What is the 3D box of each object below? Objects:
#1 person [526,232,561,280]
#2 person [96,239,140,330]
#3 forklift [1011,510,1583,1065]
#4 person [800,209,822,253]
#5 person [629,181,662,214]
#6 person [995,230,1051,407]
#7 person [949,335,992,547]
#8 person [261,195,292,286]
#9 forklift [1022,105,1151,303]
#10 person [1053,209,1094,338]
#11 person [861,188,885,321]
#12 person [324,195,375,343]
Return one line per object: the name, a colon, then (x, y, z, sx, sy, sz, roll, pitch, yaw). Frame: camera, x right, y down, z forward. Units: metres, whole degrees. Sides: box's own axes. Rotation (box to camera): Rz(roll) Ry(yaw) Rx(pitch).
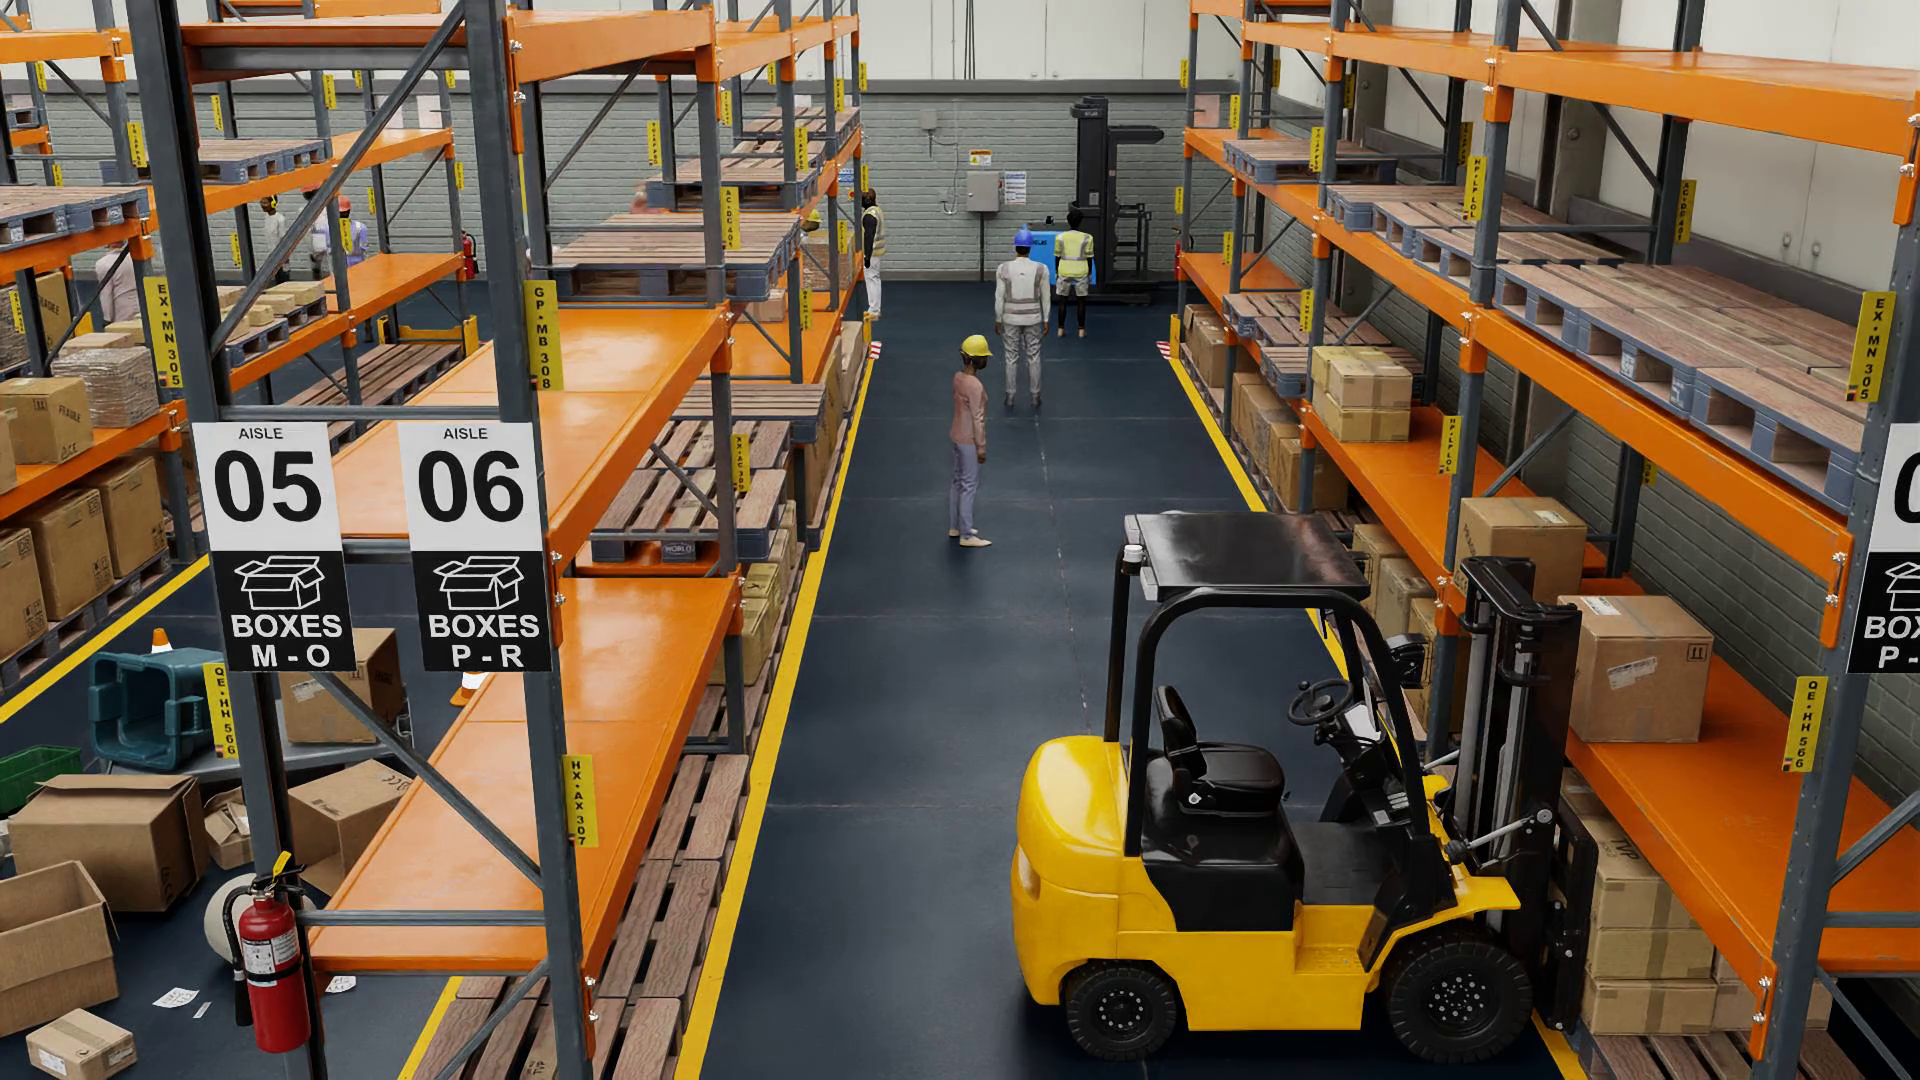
person: (-5.227, -3.181, 21.102, 0.570, 1.600, 0.713, -6, 19, -16)
person: (-9.439, -2.582, 18.833, 0.402, 1.904, 0.639, 10, 21, 27)
forklift: (1.387, 1.055, 7.378, 2.313, 2.155, 1.214, 0, 18, 0)
person: (-1.947, -3.471, 21.790, 0.317, 1.733, 0.490, 1, 18, 2)
person: (-4.407, -4.270, 24.010, 0.667, 1.865, 0.695, 4, 19, 13)
person: (0.689, -2.430, 18.300, 0.615, 1.945, 0.400, 0, 18, 0)
person: (0.099, -0.820, 13.734, 0.343, 1.760, 0.530, -7, 19, -19)
person: (-9.252, -3.806, 22.607, 0.321, 1.862, 0.509, -17, 25, -42)
forklift: (1.857, -4.944, 24.441, 1.873, 2.768, 1.129, 0, 18, 0)
person: (1.496, -3.509, 21.970, 0.536, 1.692, 0.319, 4, 19, 12)
person: (-1.258, -3.982, 23.179, 0.429, 1.837, 0.627, 1, 18, 4)
person: (-7.923, -3.503, 21.587, 0.542, 1.928, 0.400, -2, 18, -7)
